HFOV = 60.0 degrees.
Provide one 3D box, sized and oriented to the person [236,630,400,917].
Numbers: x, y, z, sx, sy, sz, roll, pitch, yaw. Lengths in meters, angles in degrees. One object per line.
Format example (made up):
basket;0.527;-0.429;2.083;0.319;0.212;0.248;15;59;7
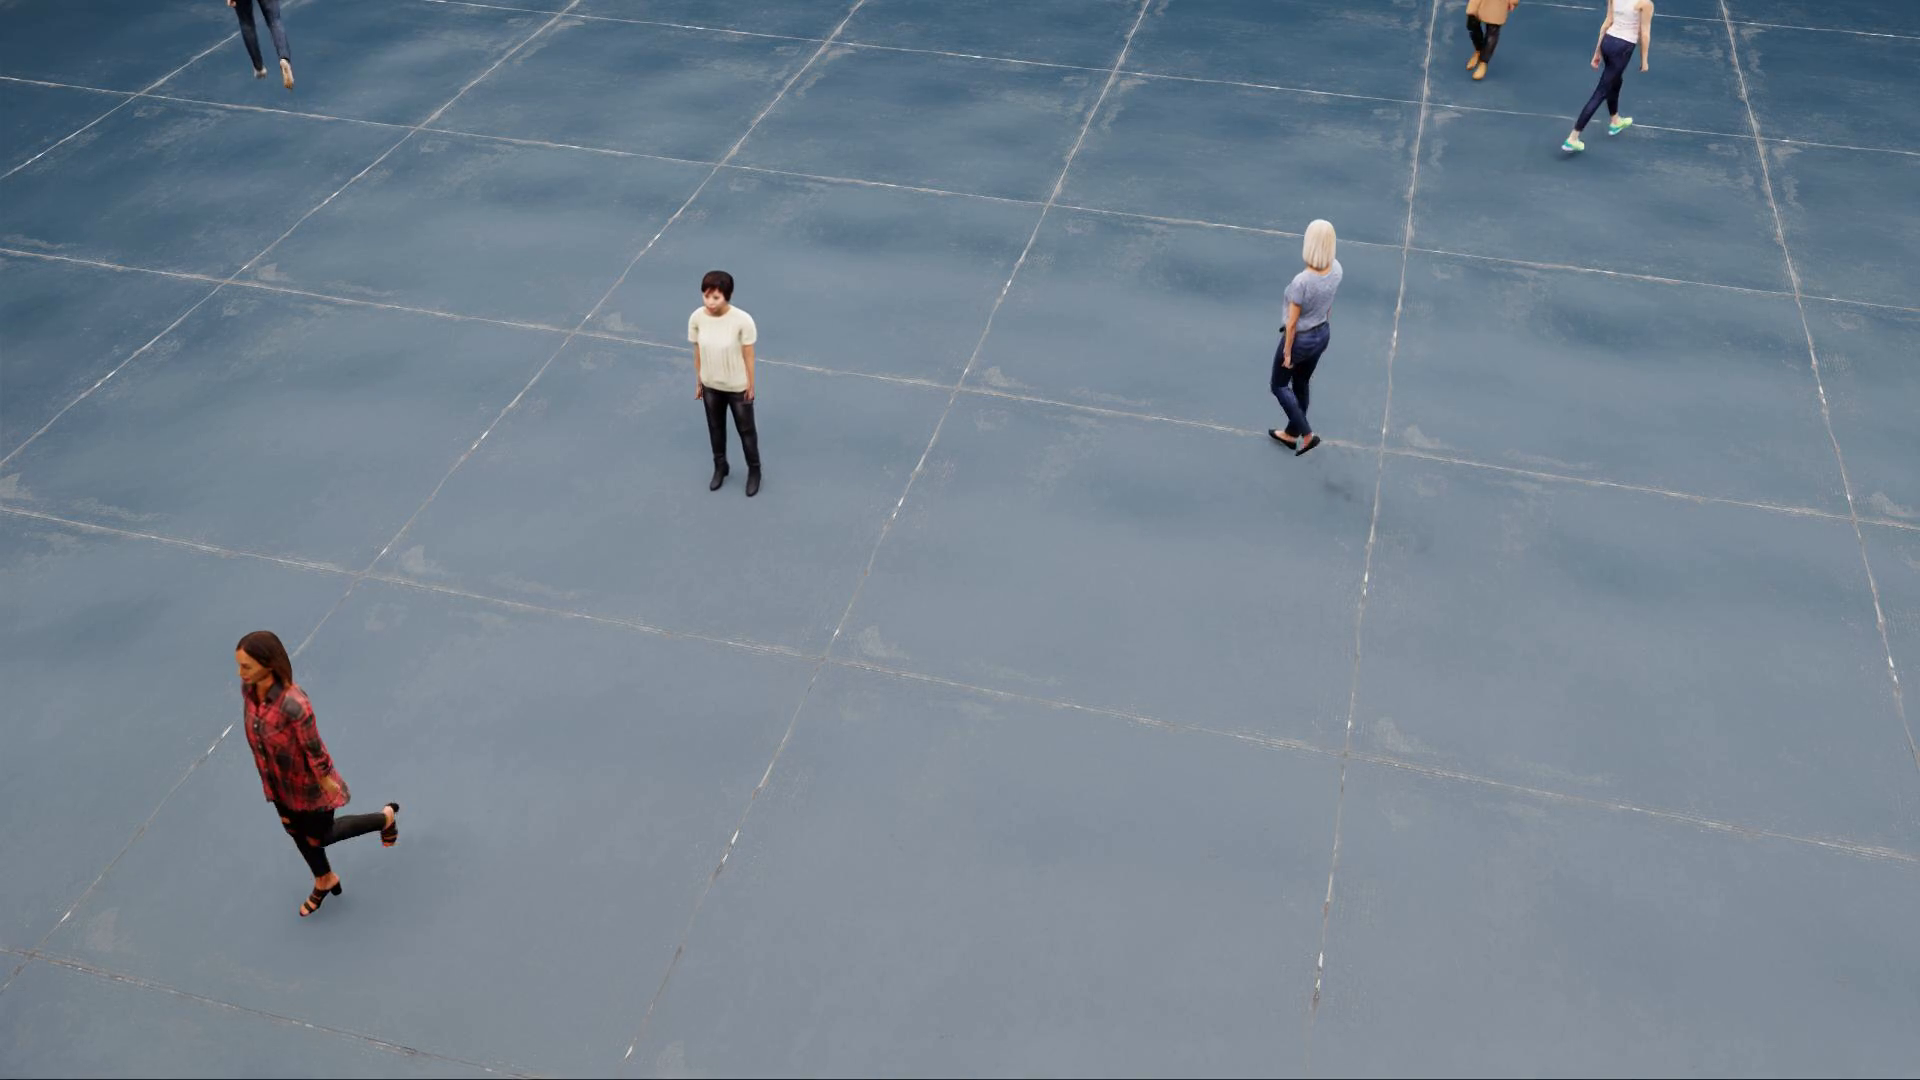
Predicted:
person;-3.054;1.059;7.831;0.786;1.690;0.944;24;44;27

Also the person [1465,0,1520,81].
person;5.159;-5.310;15.950;0.797;1.717;0.831;23;44;27

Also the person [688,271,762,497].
person;-1.477;-1.001;10.549;0.589;1.587;0.462;10;39;13

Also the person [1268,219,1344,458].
person;2.284;-1.258;10.776;0.826;1.711;0.880;-21;43;-25

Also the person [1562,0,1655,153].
person;5.688;-4.192;14.570;1.192;1.656;1.151;-19;42;-23
